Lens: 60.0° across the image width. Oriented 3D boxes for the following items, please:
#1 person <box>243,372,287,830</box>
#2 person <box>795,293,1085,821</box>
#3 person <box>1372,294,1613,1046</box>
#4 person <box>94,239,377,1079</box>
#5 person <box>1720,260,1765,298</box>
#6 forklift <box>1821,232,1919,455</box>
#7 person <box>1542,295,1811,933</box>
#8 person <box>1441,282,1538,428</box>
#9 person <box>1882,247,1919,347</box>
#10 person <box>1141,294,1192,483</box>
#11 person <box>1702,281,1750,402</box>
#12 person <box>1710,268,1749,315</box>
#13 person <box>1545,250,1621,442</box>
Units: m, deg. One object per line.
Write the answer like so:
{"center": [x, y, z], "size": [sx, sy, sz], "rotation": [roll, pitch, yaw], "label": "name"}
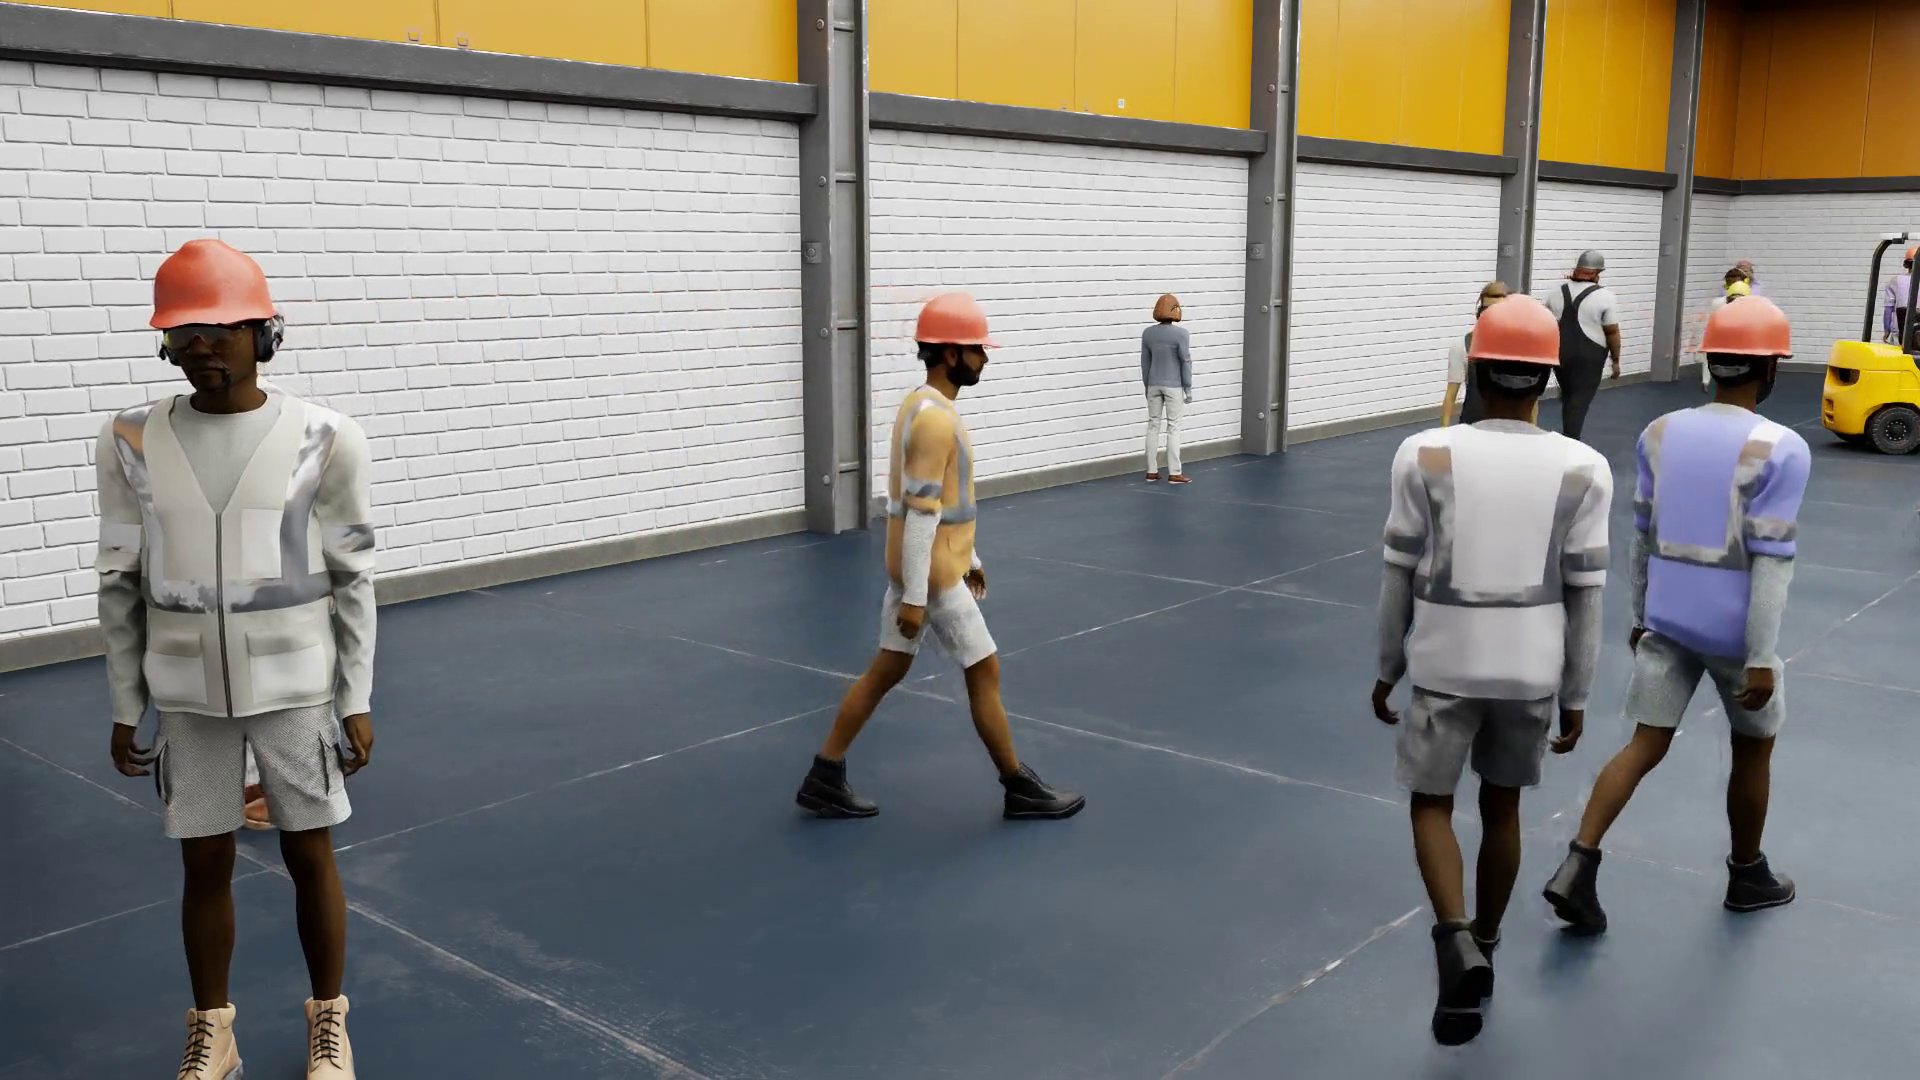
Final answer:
{"center": [-2.487, 0.108, 5.676], "size": [0.600, 1.865, 0.617], "rotation": [-9, 14, -43], "label": "person"}
{"center": [-0.115, 0.080, 5.829], "size": [1.033, 1.882, 0.563], "rotation": [-1, 10, -8], "label": "person"}
{"center": [1.357, 0.337, 4.257], "size": [0.557, 1.916, 0.747], "rotation": [2, 10, 9], "label": "person"}
{"center": [-1.653, 0.343, 3.842], "size": [0.608, 2.044, 0.370], "rotation": [-2, 10, -10], "label": "person"}
{"center": [10.716, -2.909, 22.865], "size": [0.664, 1.867, 0.536], "rotation": [0, 10, -2], "label": "person"}
{"center": [9.955, -1.972, 16.595], "size": [2.313, 2.155, 1.214], "rotation": [1, 10, 8], "label": "forklift"}
{"center": [2.148, 0.235, 4.893], "size": [0.956, 1.903, 0.559], "rotation": [-6, 12, -30], "label": "person"}
{"center": [3.095, -0.583, 9.748], "size": [0.553, 1.817, 0.802], "rotation": [3, 11, 19], "label": "person"}
{"center": [12.017, -2.672, 21.040], "size": [0.622, 2.039, 0.416], "rotation": [8, 13, 38], "label": "person"}
{"center": [1.790, -1.306, 14.391], "size": [0.500, 1.636, 0.285], "rotation": [8, 13, 39], "label": "person"}
{"center": [7.060, -1.488, 15.170], "size": [0.535, 1.733, 0.864], "rotation": [4, 11, 21], "label": "person"}
{"center": [8.101, -1.930, 17.424], "size": [0.511, 1.836, 0.825], "rotation": [5, 11, 28], "label": "person"}
{"center": [5.937, -1.745, 15.741], "size": [0.872, 2.000, 0.702], "rotation": [-8, 13, -38], "label": "person"}
